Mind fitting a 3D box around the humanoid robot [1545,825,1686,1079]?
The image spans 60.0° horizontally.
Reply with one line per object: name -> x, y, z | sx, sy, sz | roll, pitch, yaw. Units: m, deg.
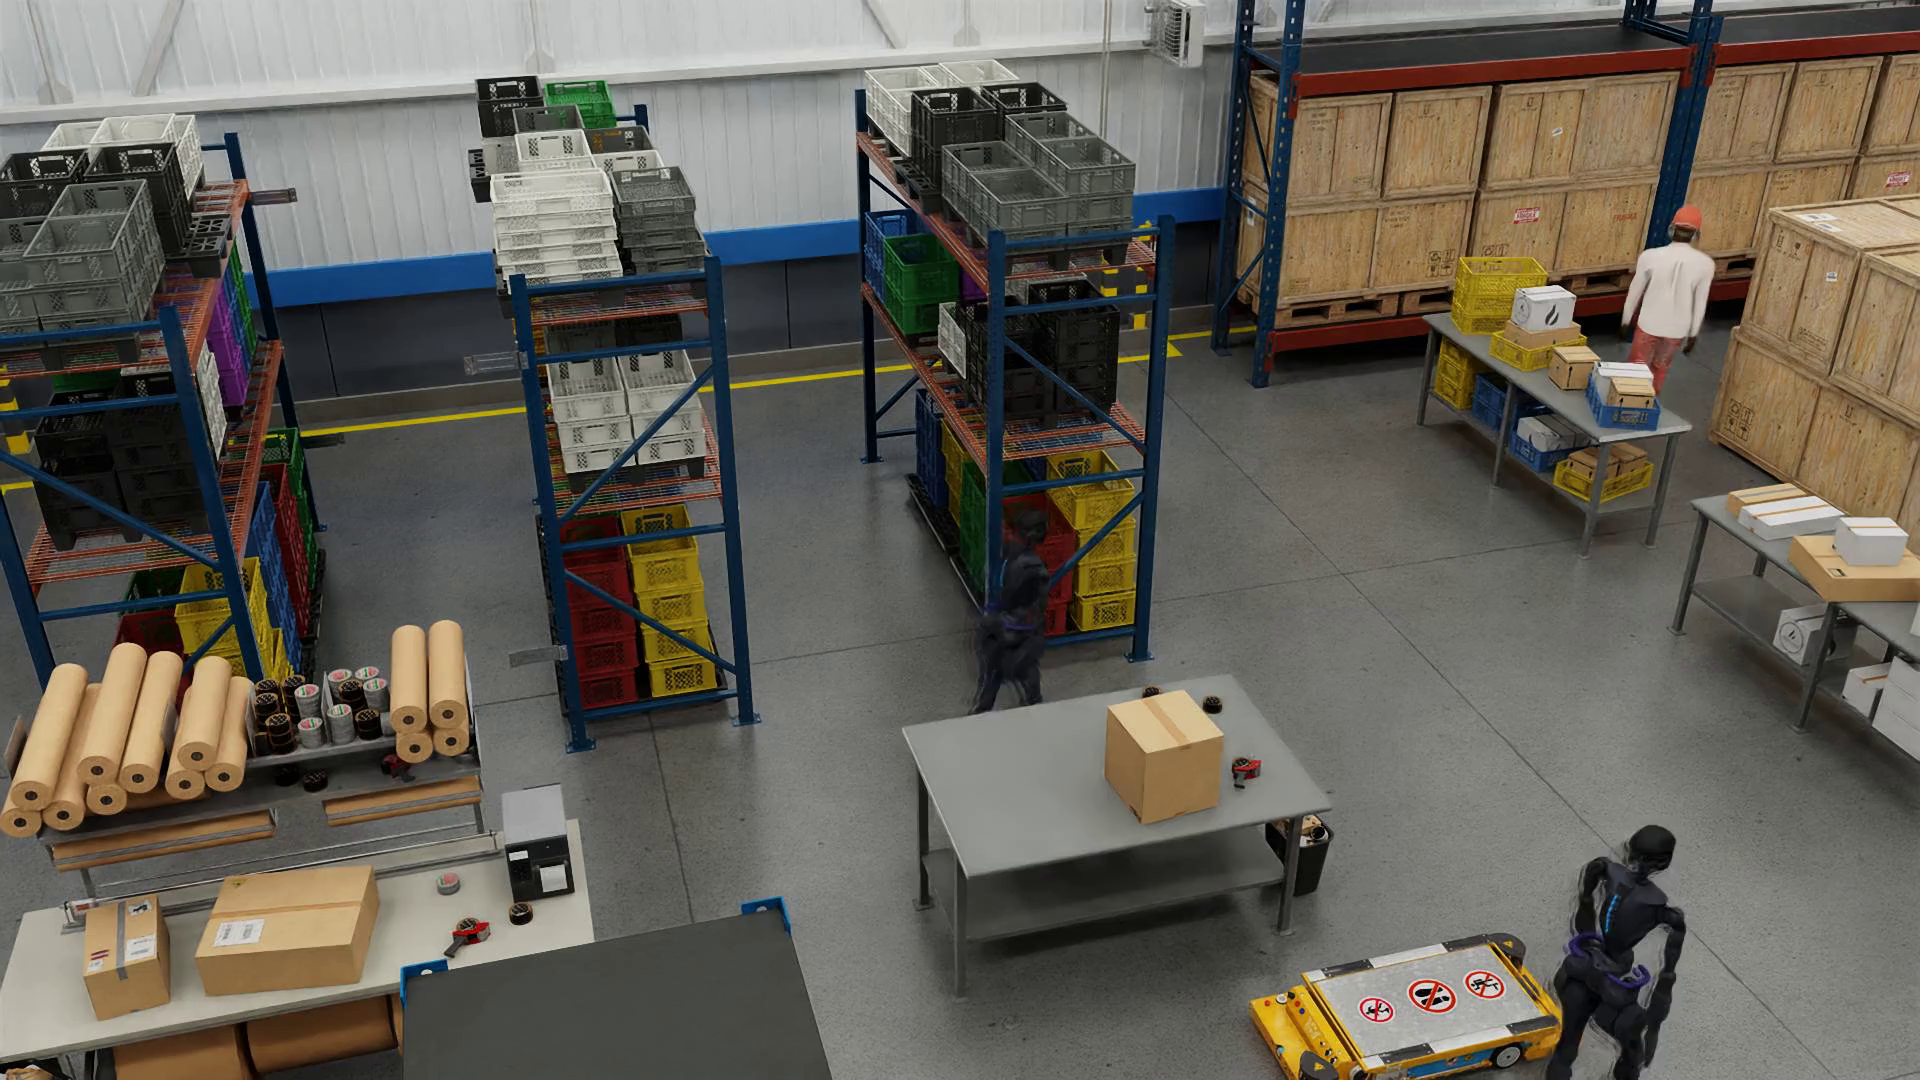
humanoid robot -> 2.849, 1.919, 7.222 | 0.623, 1.638, 0.603 | -17, 33, -28

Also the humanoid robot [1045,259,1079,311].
humanoid robot -> 0.751, -1.905, 14.167 | 0.566, 1.653, 0.344 | 4, 29, 7

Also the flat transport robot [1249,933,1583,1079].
flat transport robot -> 2.184, 2.282, 7.980 | 1.431, 0.197, 0.652 | -8, 30, -14

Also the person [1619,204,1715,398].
person -> 5.736, -1.730, 13.567 | 0.625, 1.955, 0.828 | 6, 29, 12

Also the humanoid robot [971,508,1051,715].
humanoid robot -> 0.289, 0.605, 9.666 | 0.782, 1.637, 0.635 | -17, 33, -28
